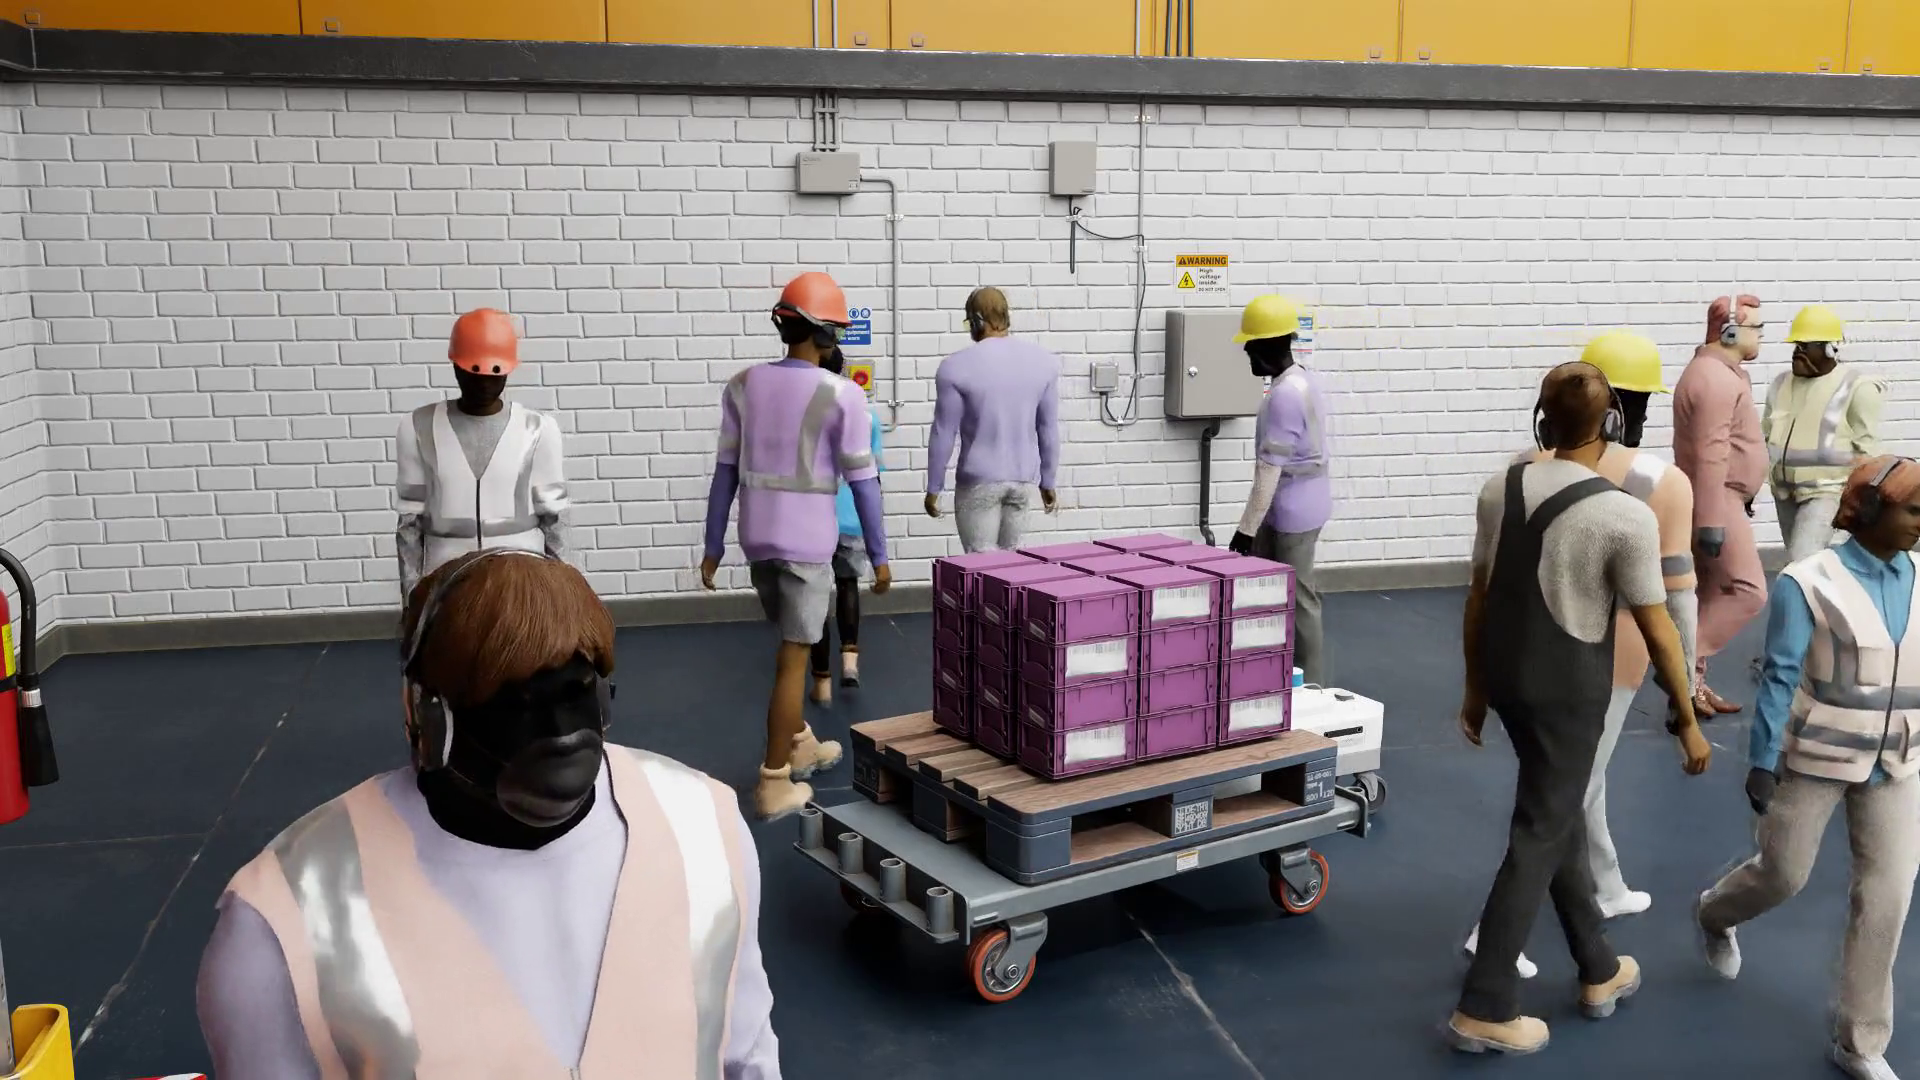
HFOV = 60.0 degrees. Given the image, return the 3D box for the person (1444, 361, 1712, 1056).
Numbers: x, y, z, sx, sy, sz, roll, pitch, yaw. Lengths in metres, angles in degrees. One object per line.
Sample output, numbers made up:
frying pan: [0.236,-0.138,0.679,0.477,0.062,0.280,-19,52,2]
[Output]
person: [1.585,0.445,4.395,0.774,1.803,0.576,-5,11,-24]

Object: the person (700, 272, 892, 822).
person: [-0.583,0.003,6.307,0.673,2.003,0.866,6,12,30]

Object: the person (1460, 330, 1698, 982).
person: [1.815,0.334,4.877,0.996,1.886,0.603,-7,12,-33]

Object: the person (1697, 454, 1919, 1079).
person: [2.273,0.560,4.356,0.526,1.605,0.753,-1,10,-5]

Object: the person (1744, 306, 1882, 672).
person: [4.100,-0.239,8.201,0.782,1.800,0.627,-4,11,-22]

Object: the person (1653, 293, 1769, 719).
person: [3.368,-0.136,7.378,0.432,1.894,0.669,3,11,18]

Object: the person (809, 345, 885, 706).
person: [-0.628,-0.080,7.640,0.548,1.680,0.380,-3,11,-16]

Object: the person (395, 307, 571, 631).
person: [-1.622,0.165,5.692,0.573,1.909,0.413,-3,11,-14]

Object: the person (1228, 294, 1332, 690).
person: [1.367,-0.118,7.265,0.594,1.896,0.586,2,10,9]

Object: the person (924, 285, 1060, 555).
person: [0.175,-0.275,8.088,0.644,1.914,0.473,-6,12,-29]

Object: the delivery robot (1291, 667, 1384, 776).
delivery robot: [1.212,0.712,6.143,0.707,0.478,0.477,-5,11,-27]

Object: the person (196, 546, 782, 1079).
person: [-0.493,0.892,1.888,0.637,1.823,0.618,-7,12,-33]
